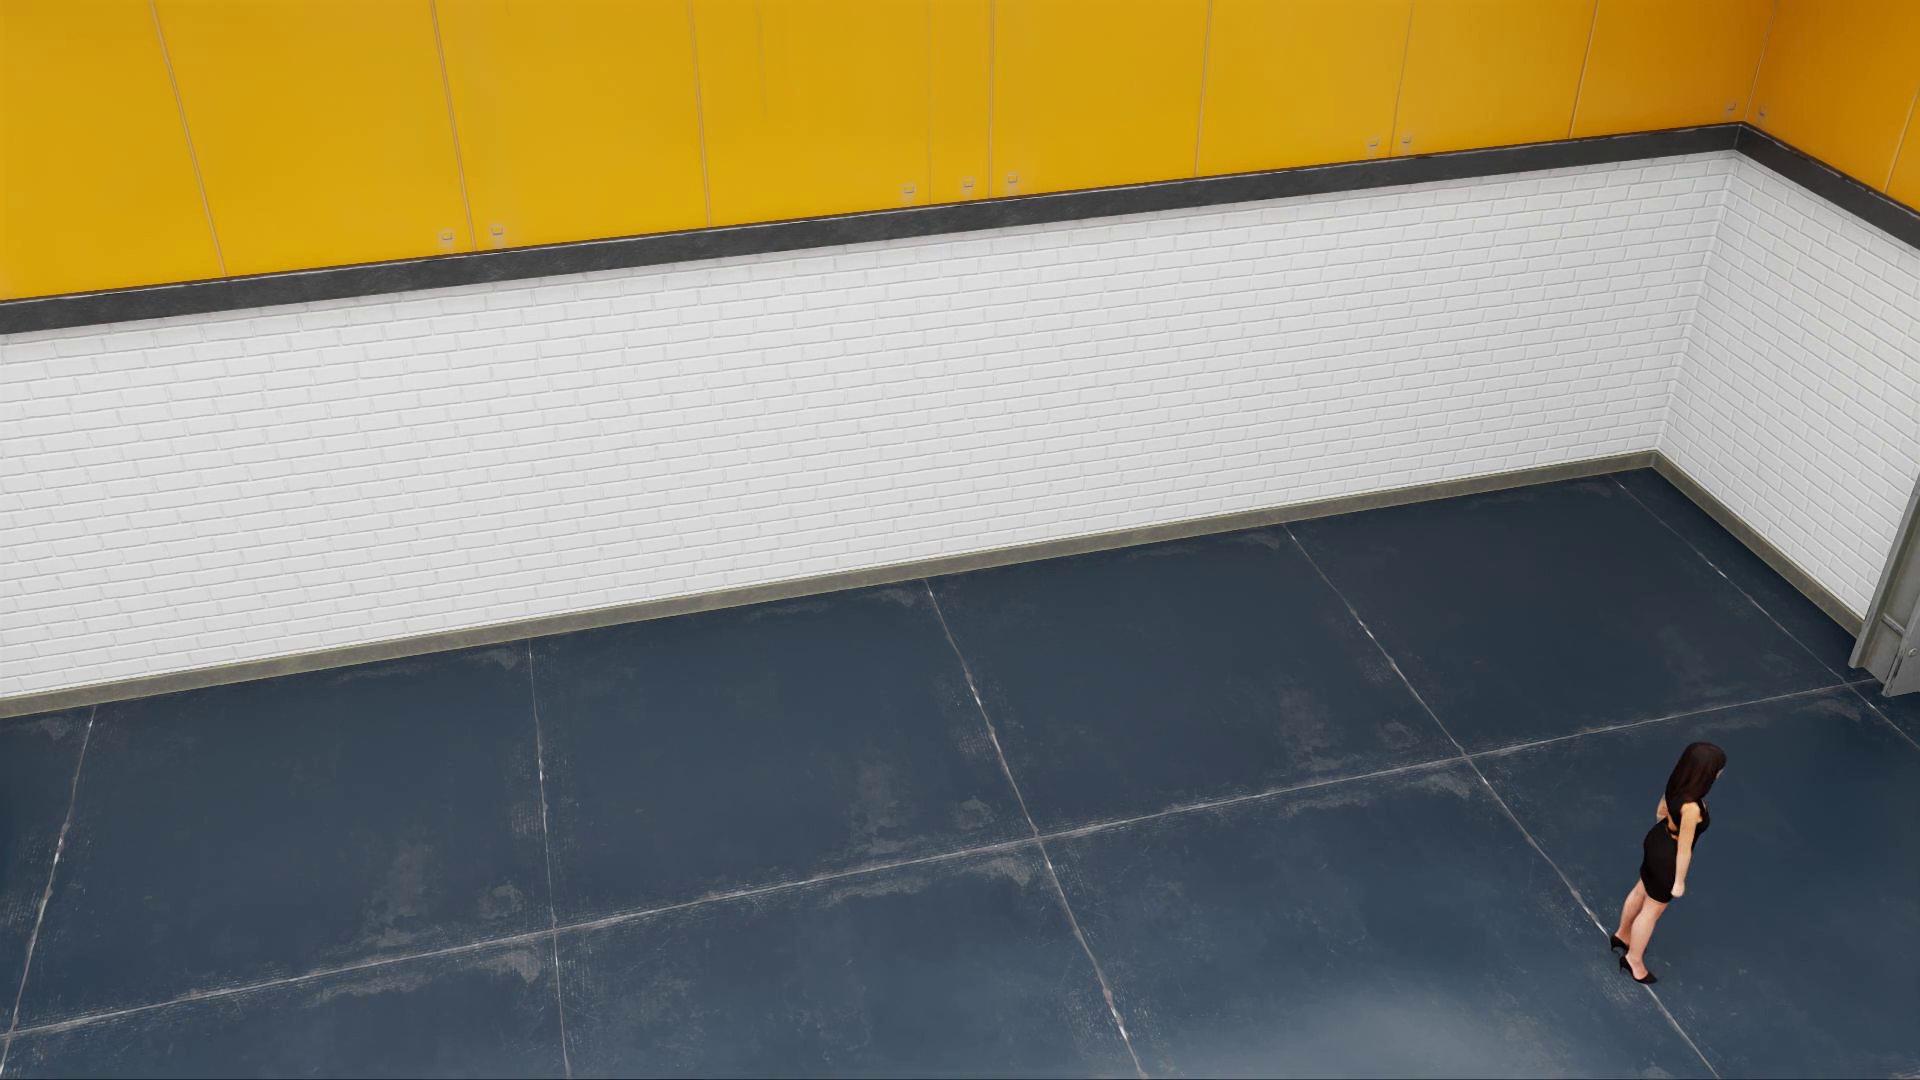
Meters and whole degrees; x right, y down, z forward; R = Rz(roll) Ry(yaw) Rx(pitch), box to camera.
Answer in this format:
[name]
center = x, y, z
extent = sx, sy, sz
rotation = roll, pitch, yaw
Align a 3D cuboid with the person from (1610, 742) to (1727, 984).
[person]
center = 3.885, 1.758, 9.179
extent = 0.696, 1.647, 0.553
rotation = 4, 34, 6
